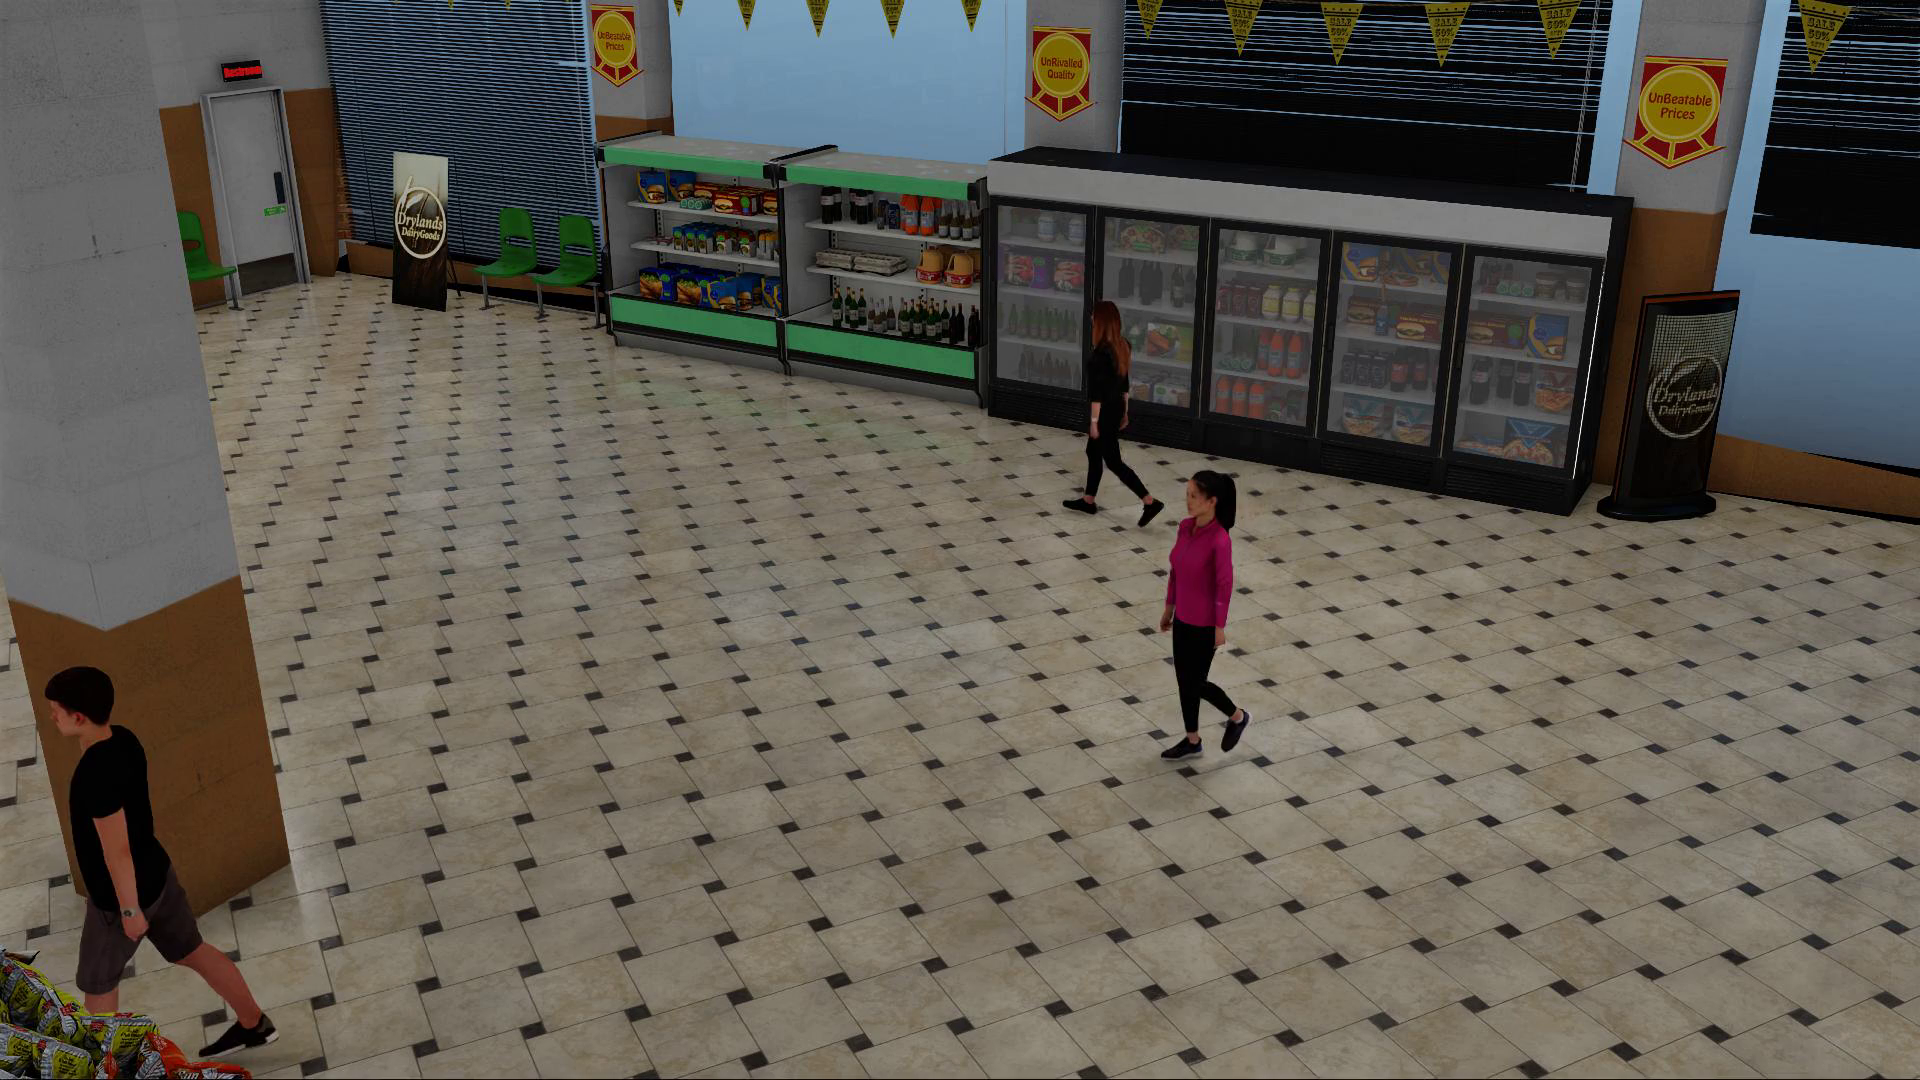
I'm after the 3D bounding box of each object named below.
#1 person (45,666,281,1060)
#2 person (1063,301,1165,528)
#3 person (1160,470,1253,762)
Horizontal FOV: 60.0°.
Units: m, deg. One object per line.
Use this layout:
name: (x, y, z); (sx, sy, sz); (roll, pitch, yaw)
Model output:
person: (-3.162, 1.346, 6.526); (1.281, 1.815, 1.203); (-5, 22, -13)
person: (1.180, -0.900, 12.300); (1.080, 1.679, 0.605); (12, 25, 27)
person: (1.365, 0.423, 9.000); (0.844, 1.685, 0.800); (-9, 24, -22)
